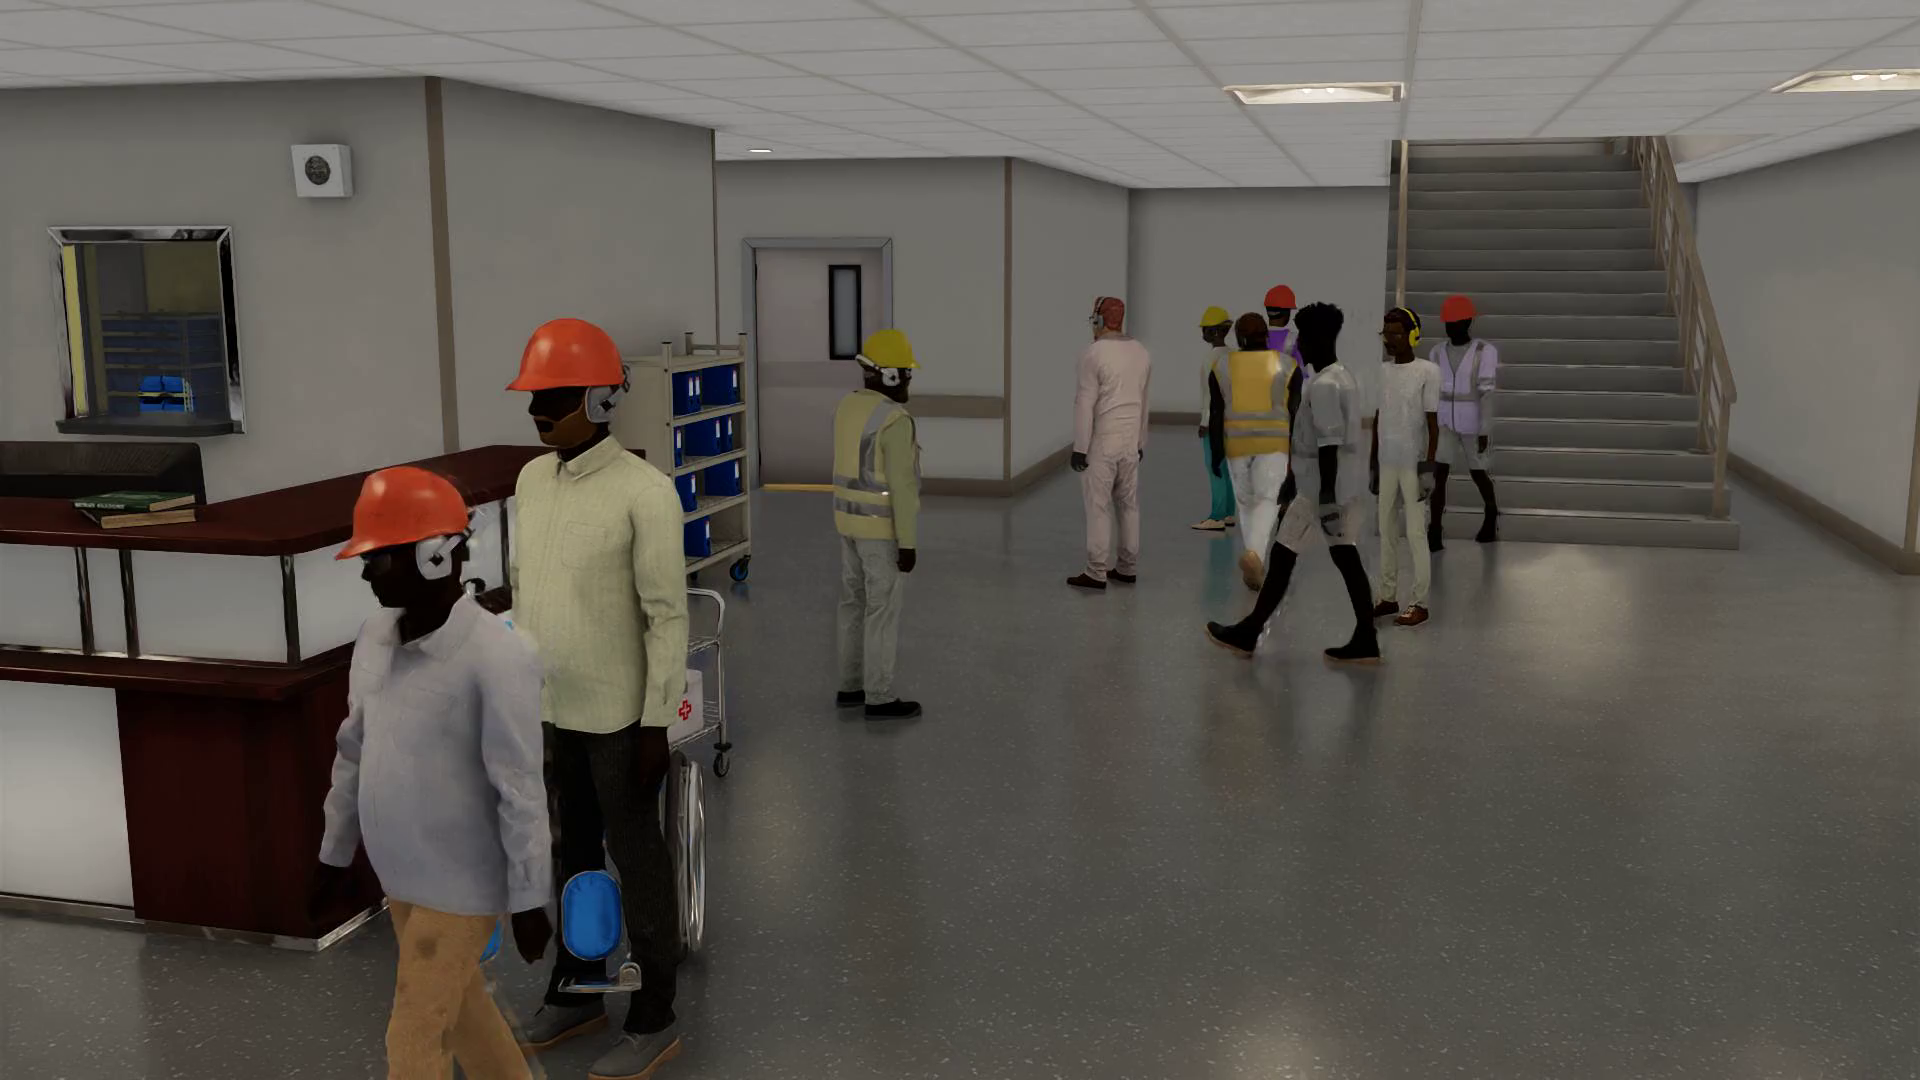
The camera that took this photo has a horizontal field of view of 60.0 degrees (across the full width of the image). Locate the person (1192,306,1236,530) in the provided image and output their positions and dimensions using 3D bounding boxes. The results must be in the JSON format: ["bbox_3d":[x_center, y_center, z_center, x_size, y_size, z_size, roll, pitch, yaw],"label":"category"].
[{"bbox_3d":[2.016,-0.960,13.173,0.324,1.767,0.533,6,11,30],"label":"person"}]

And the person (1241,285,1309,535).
[{"bbox_3d":[2.440,-0.997,12.888,0.551,1.935,0.375,6,11,32],"label":"person"}]

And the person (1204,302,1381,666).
[{"bbox_3d":[1.803,-0.292,8.808,0.975,1.909,0.613,5,11,28],"label":"person"}]

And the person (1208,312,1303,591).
[{"bbox_3d":[1.927,-0.589,10.917,0.626,1.802,0.892,3,10,19],"label":"person"}]

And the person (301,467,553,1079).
[{"bbox_3d":[-1.160,0.699,3.553,0.583,1.712,0.758,8,13,40],"label":"person"}]

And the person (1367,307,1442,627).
[{"bbox_3d":[2.593,-0.428,9.775,0.324,1.862,0.510,-7,12,-34],"label":"person"}]

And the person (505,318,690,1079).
[{"bbox_3d":[-0.968,0.423,4.357,0.613,1.994,0.381,7,12,36],"label":"person"}]

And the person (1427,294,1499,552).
[{"bbox_3d":[3.750,-0.873,12.312,0.540,1.901,0.948,9,13,42],"label":"person"}]

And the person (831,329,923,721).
[{"bbox_3d":[-0.375,-0.068,7.779,0.414,1.822,0.599,-6,11,-32],"label":"person"}]

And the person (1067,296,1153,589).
[{"bbox_3d":[0.964,-0.637,10.895,0.648,1.901,0.399,-9,13,-42],"label":"person"}]
